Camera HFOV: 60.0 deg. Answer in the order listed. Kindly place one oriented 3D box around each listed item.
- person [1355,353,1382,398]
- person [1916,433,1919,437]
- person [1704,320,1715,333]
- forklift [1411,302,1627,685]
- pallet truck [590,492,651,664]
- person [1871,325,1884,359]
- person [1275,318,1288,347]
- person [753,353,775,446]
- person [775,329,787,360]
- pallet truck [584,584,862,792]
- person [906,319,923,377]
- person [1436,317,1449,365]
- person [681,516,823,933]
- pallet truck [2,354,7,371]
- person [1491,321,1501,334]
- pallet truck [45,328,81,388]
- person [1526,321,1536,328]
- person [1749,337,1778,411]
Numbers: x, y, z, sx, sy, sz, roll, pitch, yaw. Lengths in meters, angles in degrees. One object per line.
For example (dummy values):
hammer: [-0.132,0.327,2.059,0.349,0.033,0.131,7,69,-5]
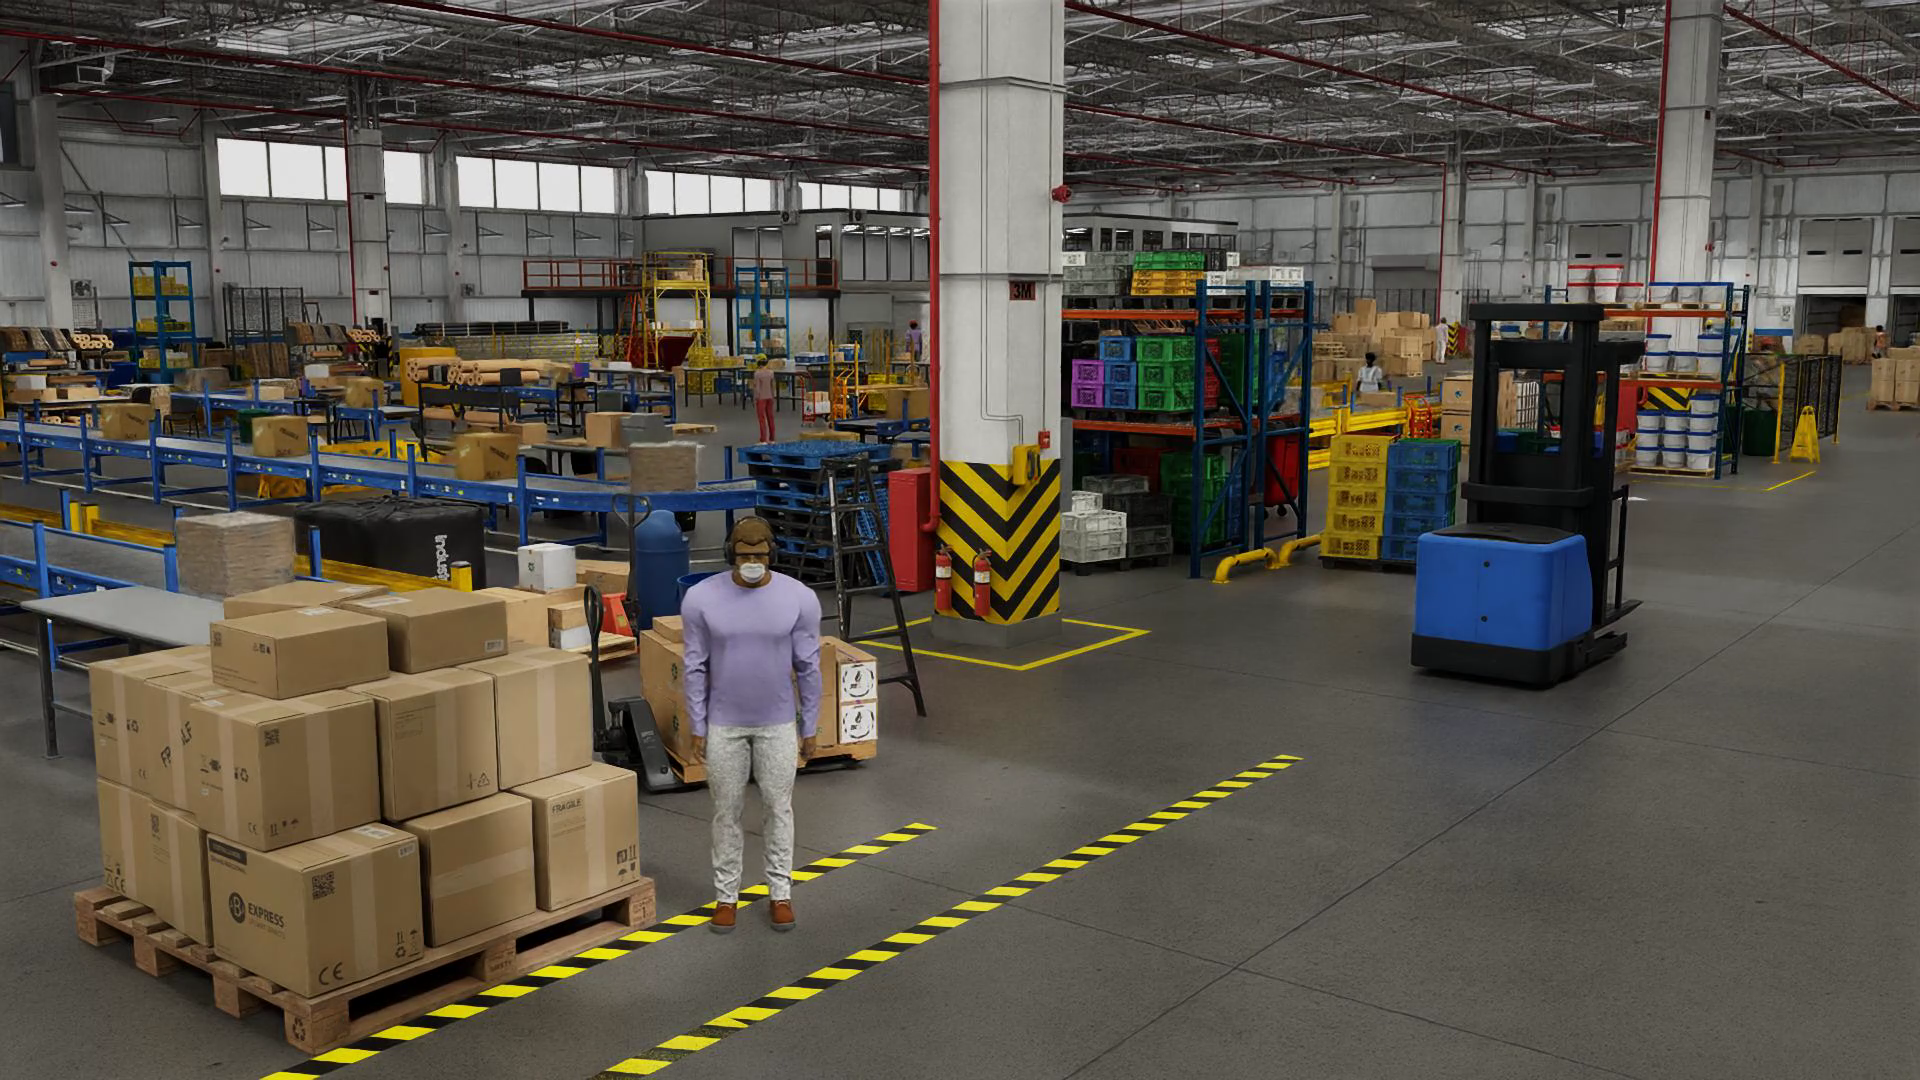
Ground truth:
person: [8.693,-3.149,35.243,0.531,1.665,0.867,8,11,42]
person: [19.562,-3.044,33.234,0.689,2.000,0.704,-2,9,-16]
person: [28.930,-7.529,64.001,0.825,1.900,0.595,6,10,35]
forklift: [4.379,-0.438,12.852,1.129,2.768,1.873,7,11,37]
pallet truck: [-3.115,0.344,12.883,0.653,1.274,1.630,7,11,37]
person: [35.343,-7.432,63.989,0.567,1.689,0.337,-6,10,-36]
person: [14.432,-9.088,74.774,0.633,1.812,0.901,2,9,16]
person: [-3.740,-2.661,31.581,0.320,1.765,0.533,6,11,37]
person: [-7.000,-7.753,65.639,0.931,1.838,0.597,7,11,41]
pallet truck: [-1.426,0.805,10.019,1.601,1.201,0.680,-4,9,-26]
person: [-1.548,-6.339,55.436,0.611,2.042,0.394,-5,10,-29]
person: [19.597,-8.086,67.608,0.371,1.932,0.628,-5,10,-29]
person: [-0.933,0.835,7.508,0.627,1.924,0.390,-1,8,-5]
pallet truck: [-24.881,-4.417,42.634,1.885,1.965,0.823,8,11,41]
person: [25.673,-9.927,80.102,0.537,1.892,0.870,-7,11,-39]
pallet truck: [-23.775,-4.544,43.495,1.885,1.965,0.823,6,10,35]
person: [20.295,-6.857,59.207,0.797,1.964,0.637,-1,8,-7]
person: [18.531,-3.712,38.227,0.553,1.907,0.940,-4,10,-28]
